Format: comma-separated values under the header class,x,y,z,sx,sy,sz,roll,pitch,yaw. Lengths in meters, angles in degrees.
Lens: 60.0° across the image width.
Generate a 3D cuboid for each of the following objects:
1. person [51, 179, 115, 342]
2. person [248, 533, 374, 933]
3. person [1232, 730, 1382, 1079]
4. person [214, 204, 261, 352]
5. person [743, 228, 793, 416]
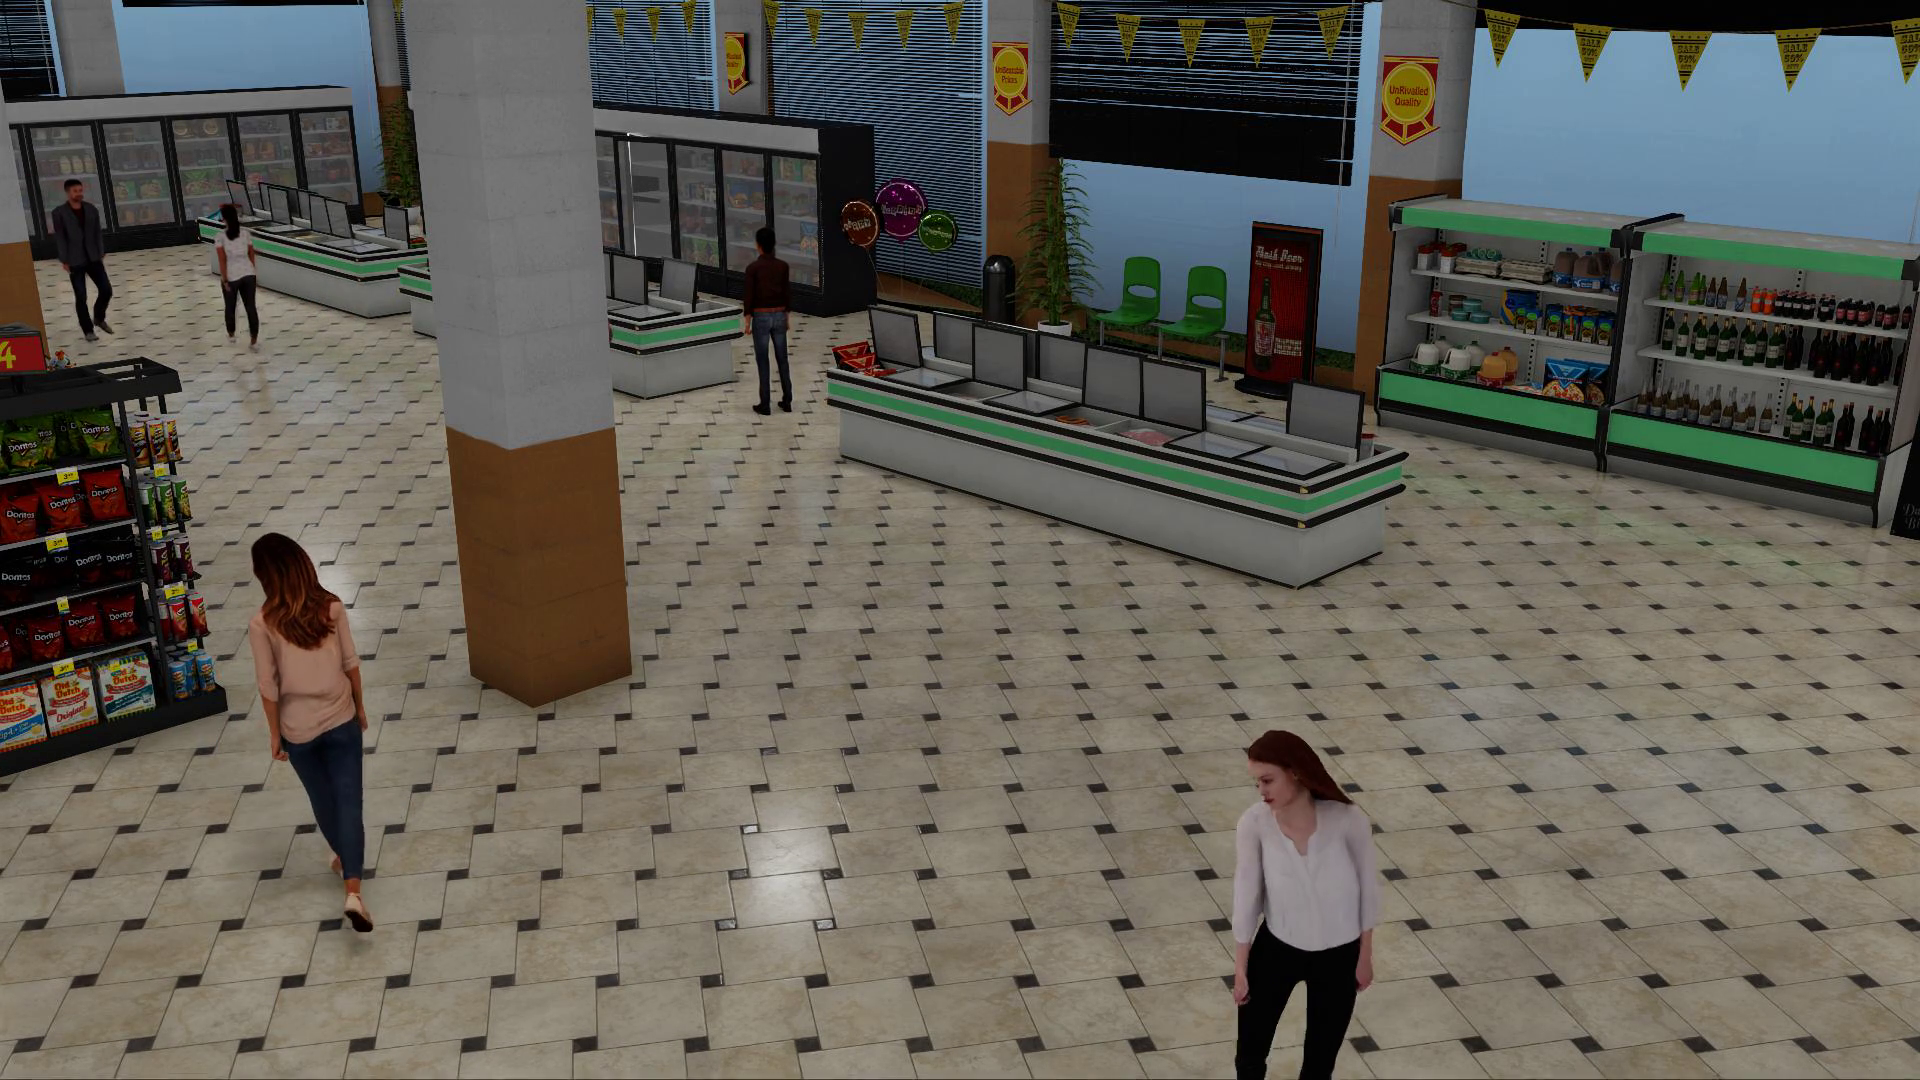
class,x,y,z,sx,sy,sz,roll,pitch,yaw
person,-10.183,-3.235,19.224,0.669,1.860,0.702,16,24,39
person,-2.786,0.862,7.252,0.849,1.747,1.202,-7,20,-19
person,1.184,1.438,5.565,0.726,1.733,0.815,-3,19,-8
person,-8.062,-2.918,18.677,0.670,1.610,1.018,-13,22,-33
person,-1.826,-2.103,15.999,0.688,1.776,0.607,-10,21,-28
